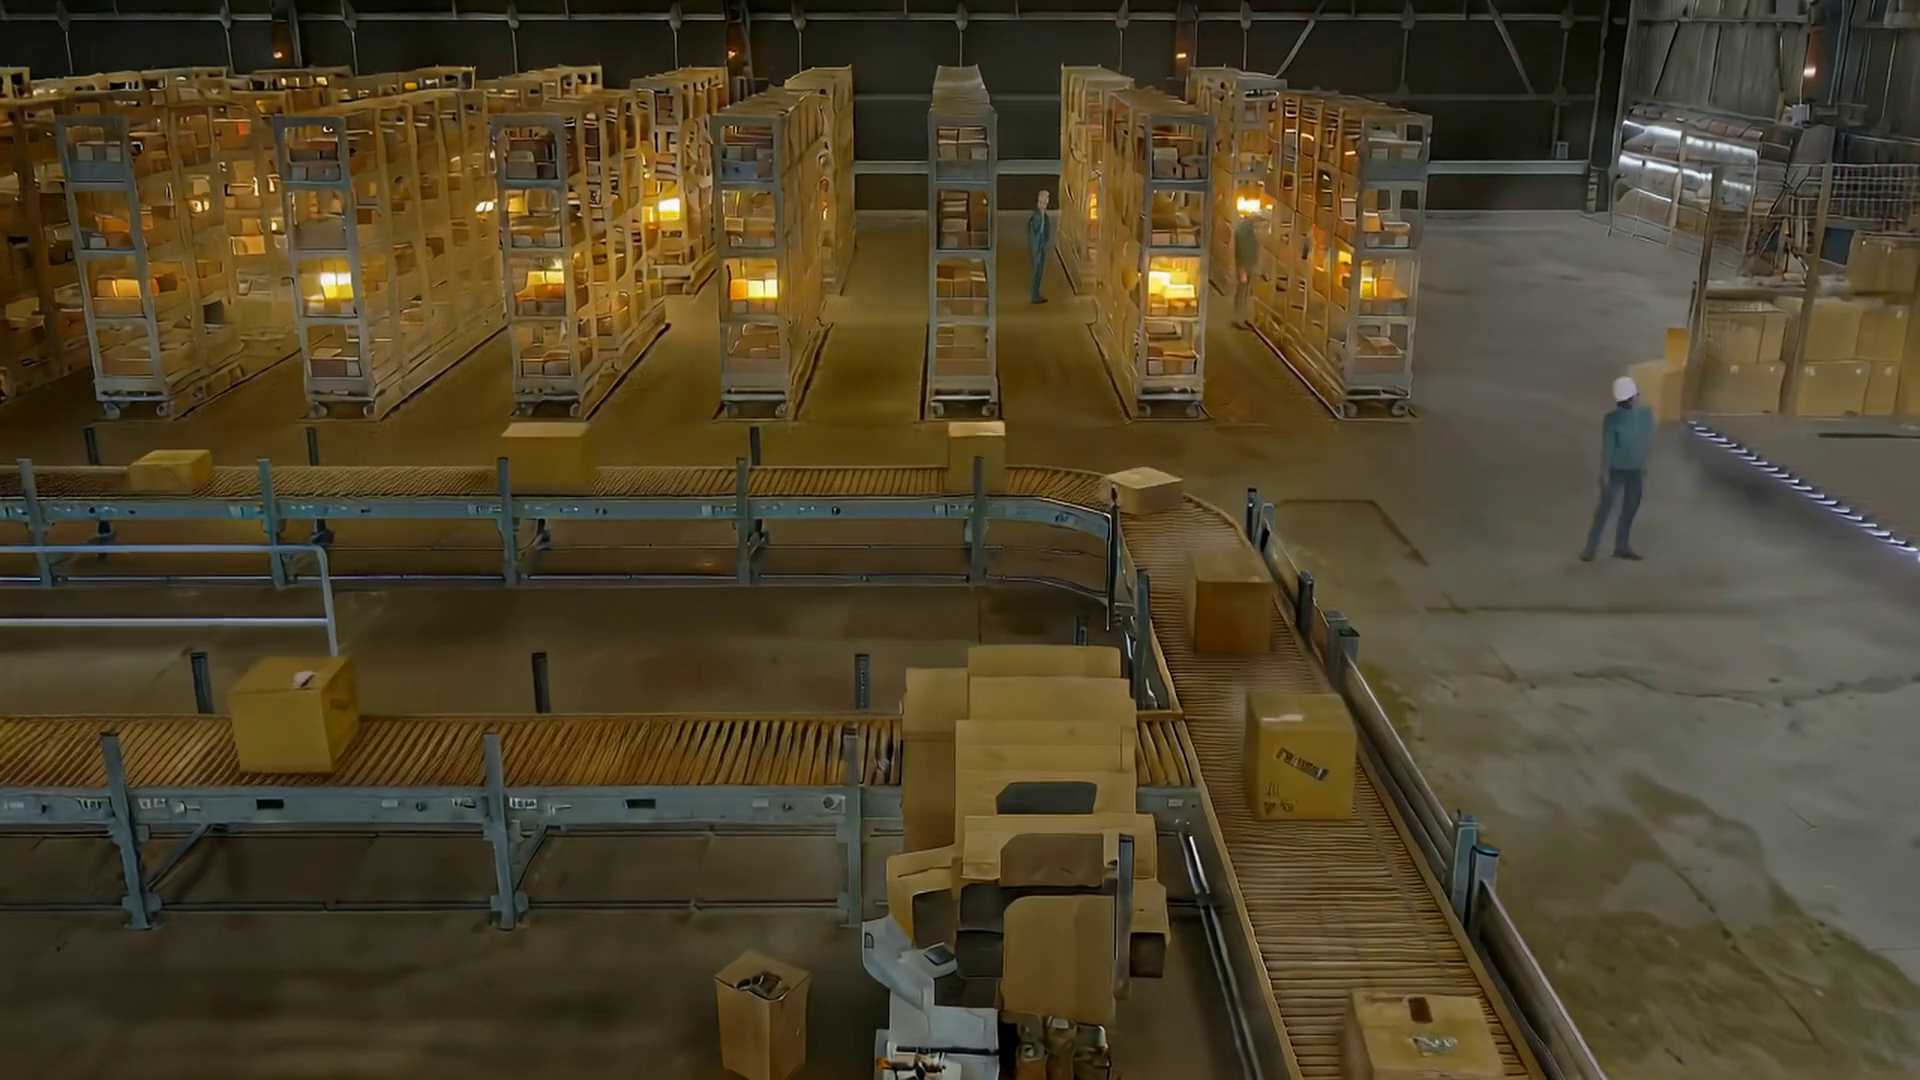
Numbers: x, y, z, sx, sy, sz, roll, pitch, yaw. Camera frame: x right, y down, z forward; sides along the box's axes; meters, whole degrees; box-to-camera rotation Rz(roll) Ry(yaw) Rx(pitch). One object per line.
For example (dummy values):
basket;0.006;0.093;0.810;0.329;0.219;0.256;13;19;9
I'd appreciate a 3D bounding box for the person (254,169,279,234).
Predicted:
person;-14.936;-7.470;35.866;0.840;1.717;0.578;0;18;-1

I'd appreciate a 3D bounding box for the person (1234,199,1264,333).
person;4.371;-4.163;25.242;0.392;1.991;0.612;6;19;17

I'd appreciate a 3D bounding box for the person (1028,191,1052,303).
person;1.326;-4.874;27.682;0.376;1.835;0.566;3;18;9

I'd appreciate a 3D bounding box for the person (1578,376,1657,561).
person;5.890;-0.624;14.791;0.626;1.722;0.344;-6;19;-18

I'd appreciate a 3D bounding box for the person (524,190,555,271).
person;-6.815;-4.782;27.093;0.606;2.036;0.406;6;19;17
